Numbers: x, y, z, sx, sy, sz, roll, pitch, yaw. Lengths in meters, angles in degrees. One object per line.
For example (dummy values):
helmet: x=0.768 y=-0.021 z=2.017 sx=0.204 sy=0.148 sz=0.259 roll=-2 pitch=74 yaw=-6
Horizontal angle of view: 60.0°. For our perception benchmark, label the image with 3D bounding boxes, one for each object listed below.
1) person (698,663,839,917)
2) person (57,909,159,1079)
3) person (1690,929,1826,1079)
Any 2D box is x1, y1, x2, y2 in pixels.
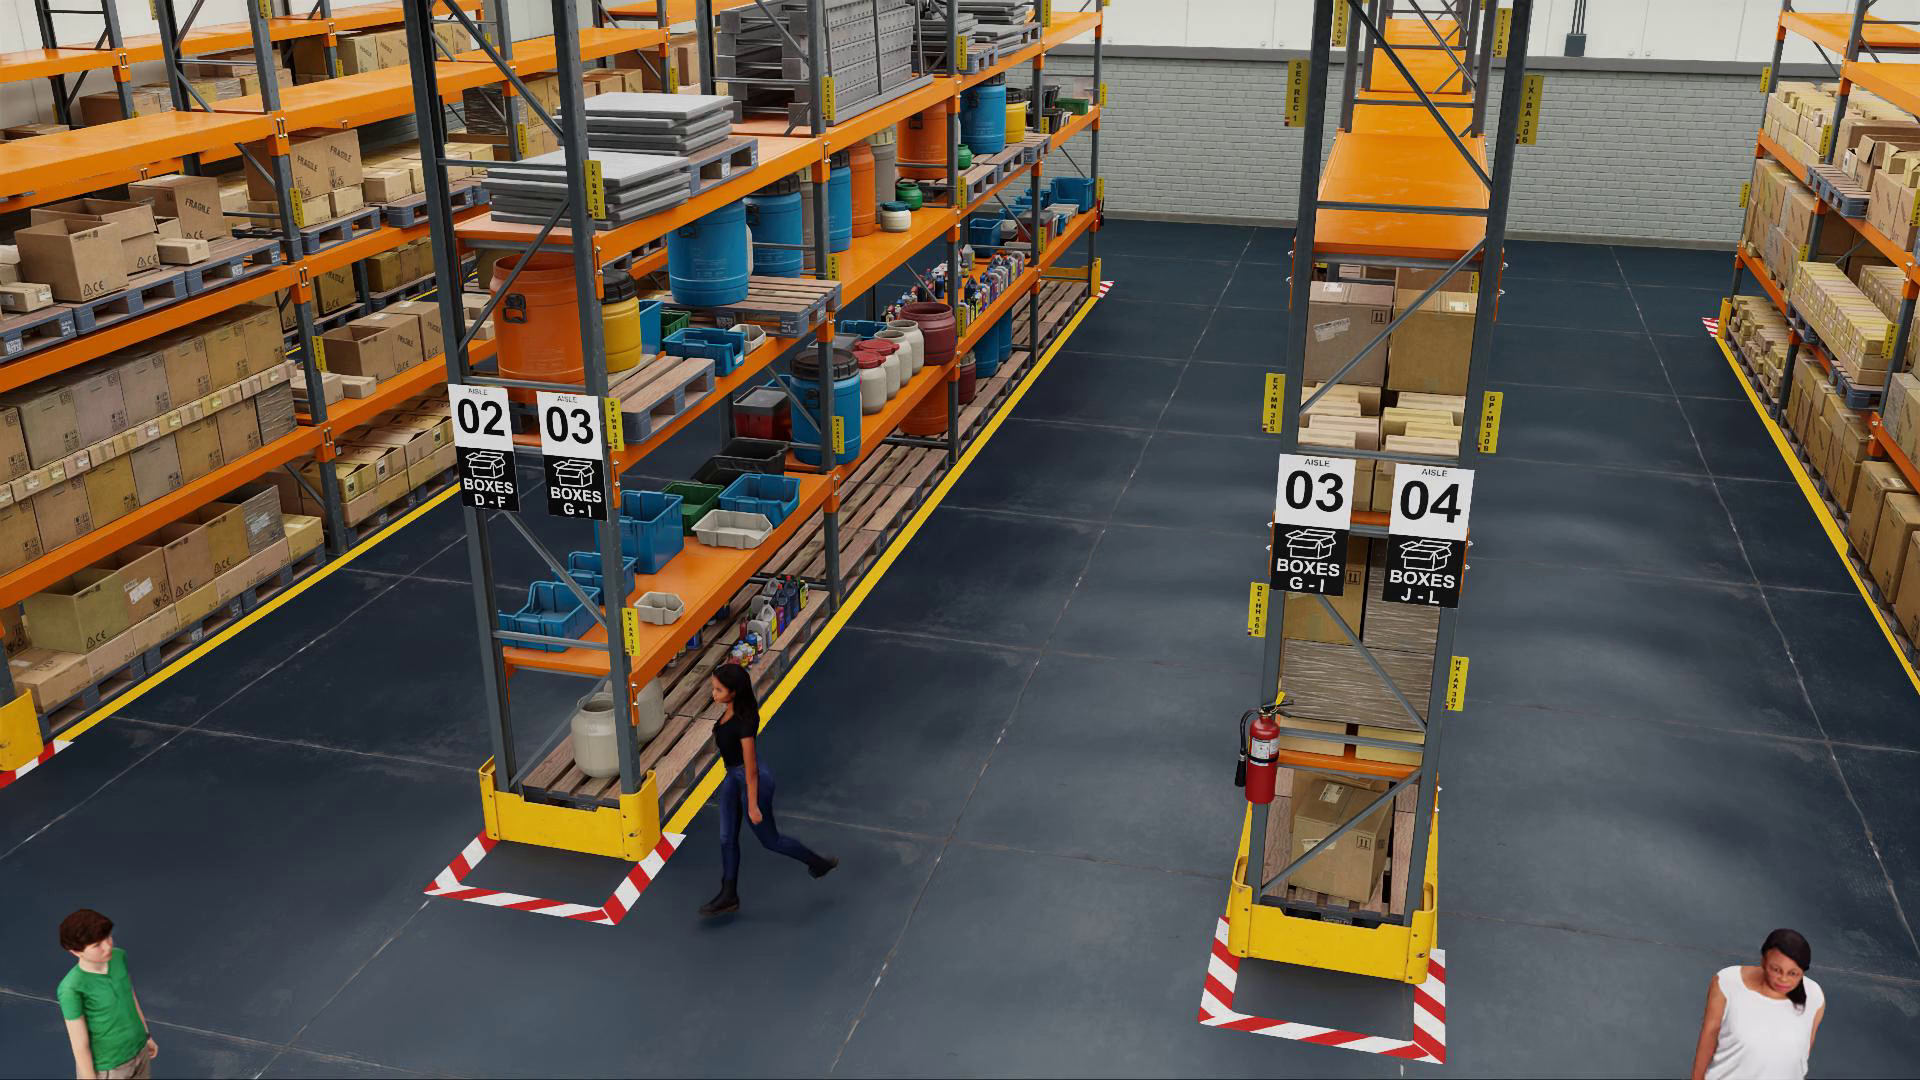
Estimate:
person: x=-1.198 y=1.519 z=10.177 sx=1.033 sy=1.698 sz=1.109 roll=-6 pitch=23 yaw=-14
person: x=-4.044 y=2.469 z=7.916 sx=0.653 sy=1.651 sz=0.469 roll=5 pitch=23 yaw=11
person: x=3.700 y=2.514 z=7.814 sx=0.712 sy=1.646 sz=1.109 roll=7 pitch=23 yaw=17
